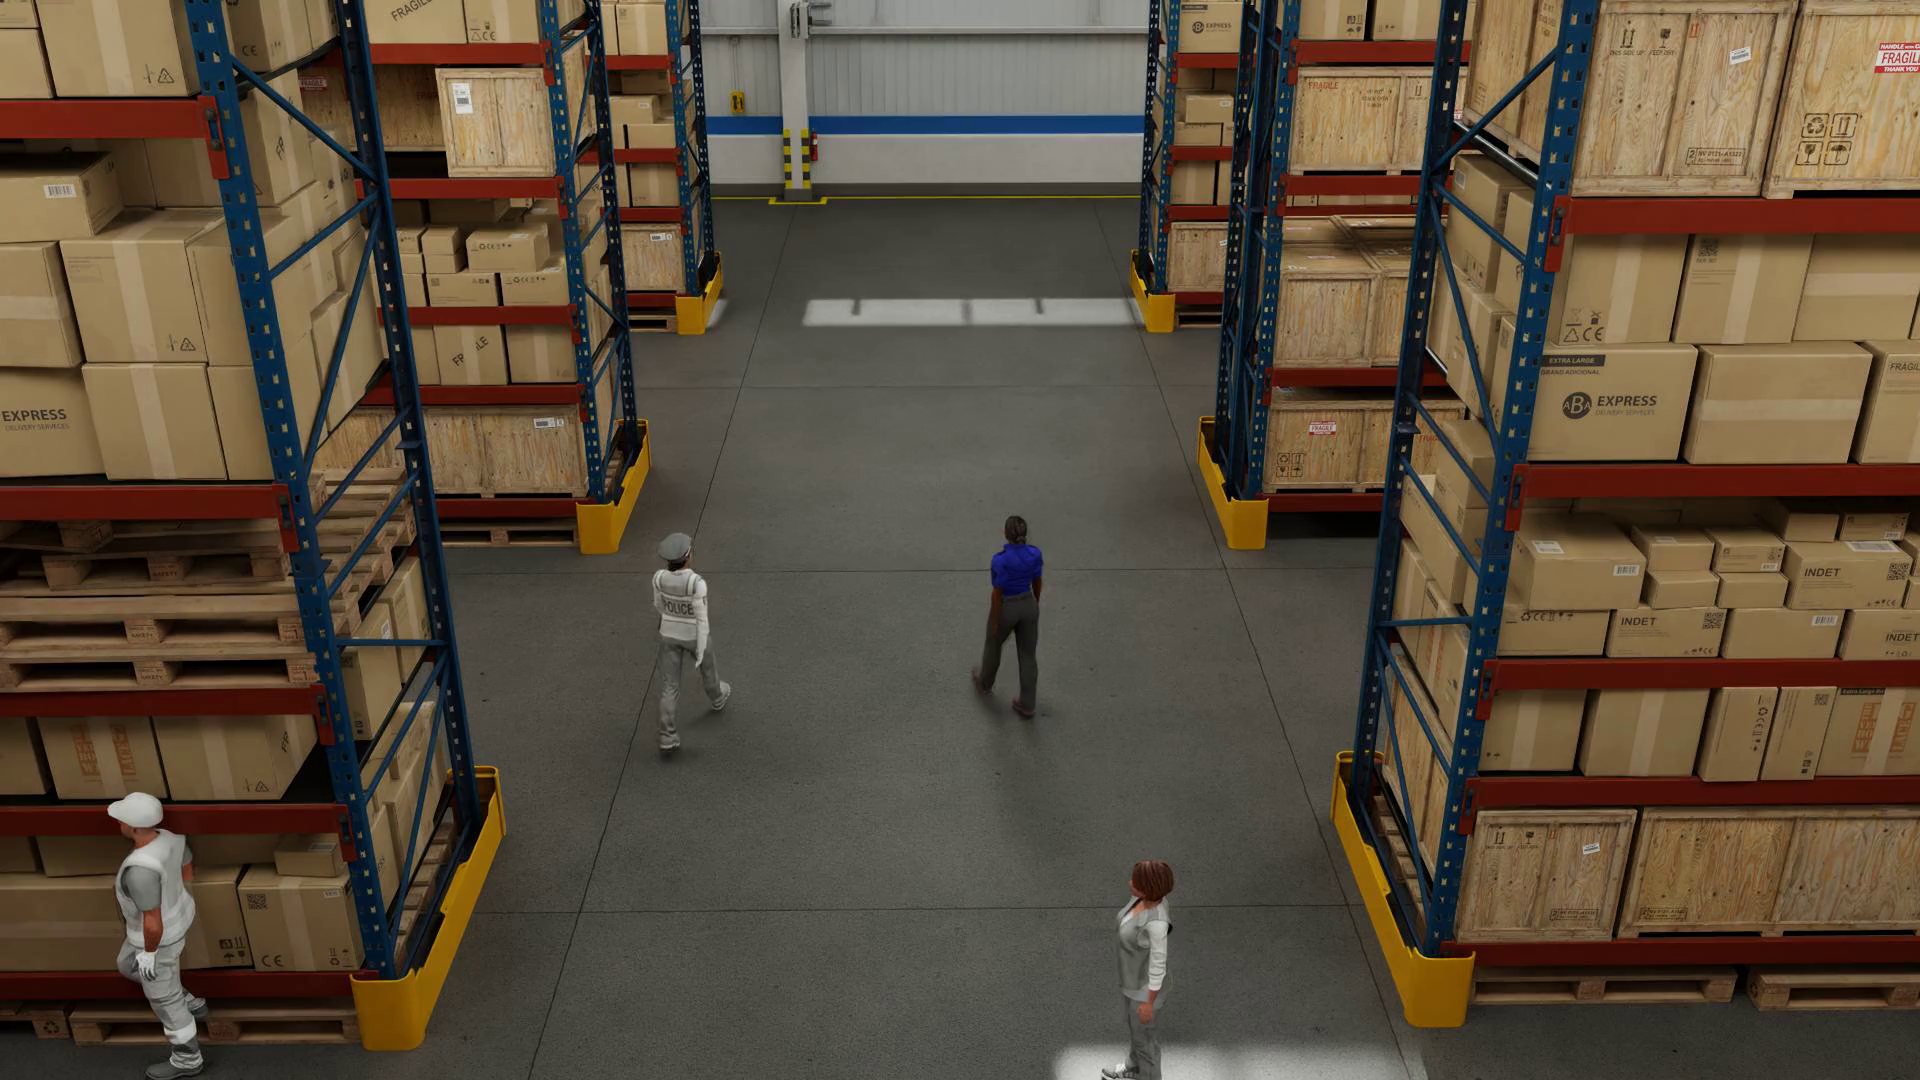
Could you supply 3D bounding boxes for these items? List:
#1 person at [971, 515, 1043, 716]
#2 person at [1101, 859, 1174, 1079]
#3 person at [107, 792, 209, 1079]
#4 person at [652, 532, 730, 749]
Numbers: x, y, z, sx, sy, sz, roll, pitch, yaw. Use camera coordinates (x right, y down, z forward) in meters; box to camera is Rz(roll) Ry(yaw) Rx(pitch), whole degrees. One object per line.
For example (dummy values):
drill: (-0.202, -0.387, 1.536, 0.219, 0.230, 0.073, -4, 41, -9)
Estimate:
person: (0.384, 0.510, 12.909, 0.455, 1.650, 0.732, -9, 27, -19)
person: (0.976, 2.388, 8.965, 0.328, 1.602, 0.411, -2, 25, -5)
person: (-4.500, 2.167, 9.212, 0.509, 1.794, 0.536, -1, 25, -3)
person: (-2.063, 0.685, 12.507, 0.477, 1.646, 1.011, 4, 25, 9)
